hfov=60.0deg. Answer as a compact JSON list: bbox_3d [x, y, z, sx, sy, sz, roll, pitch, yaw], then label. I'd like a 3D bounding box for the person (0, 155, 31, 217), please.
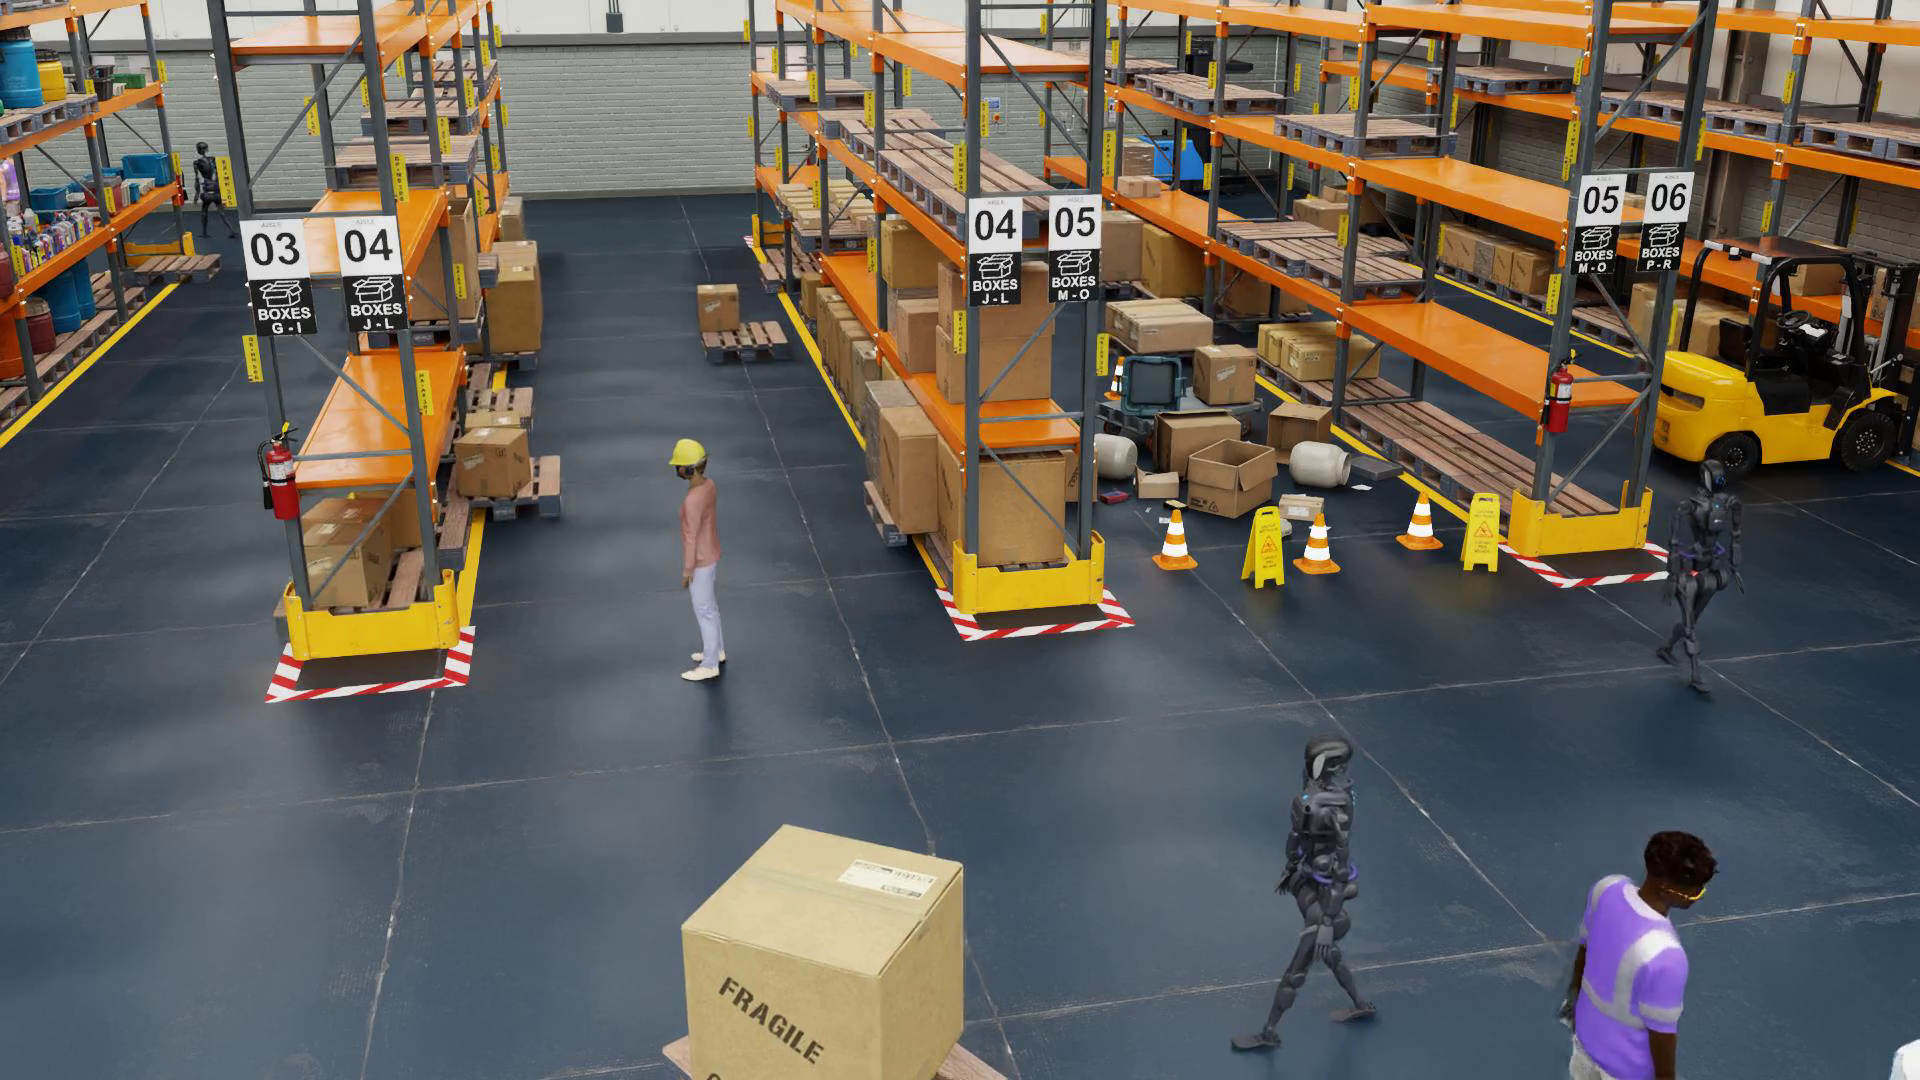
[{"bbox_3d":[-15.339,-5.533,27.065,0.348,1.688,0.490,11,23,27],"label":"person"}]

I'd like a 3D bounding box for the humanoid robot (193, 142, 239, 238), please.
[{"bbox_3d":[-12.713,-5.928,28.222,0.783,1.633,0.595,7,21,18],"label":"humanoid robot"}]

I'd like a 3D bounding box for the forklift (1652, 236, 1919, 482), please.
[{"bbox_3d":[8.013,-1.814,16.330,2.313,2.155,1.214,-4,21,-12],"label":"forklift"}]

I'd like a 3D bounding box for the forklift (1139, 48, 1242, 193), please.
[{"bbox_3d":[4.566,-8.313,32.860,1.873,2.768,1.129,-4,21,-12],"label":"forklift"}]

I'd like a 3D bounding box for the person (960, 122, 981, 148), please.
[{"bbox_3d":[0.210,-6.972,30.975,0.338,1.668,0.556,15,25,35],"label":"person"}]

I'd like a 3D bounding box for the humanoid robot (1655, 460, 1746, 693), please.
[{"bbox_3d":[5.217,0.222,11.657,0.604,1.627,0.786,-4,21,-10],"label":"humanoid robot"}]

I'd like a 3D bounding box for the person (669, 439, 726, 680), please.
[{"bbox_3d":[-1.843,0.136,11.698,0.330,1.759,0.535,2,20,4],"label":"person"}]

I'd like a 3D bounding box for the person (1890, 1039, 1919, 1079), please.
[{"bbox_3d":[3.446,2.231,5.891,0.610,1.870,0.919,-5,21,-12],"label":"person"}]

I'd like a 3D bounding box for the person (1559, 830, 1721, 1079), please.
[{"bbox_3d":[2.606,1.943,6.603,0.368,1.935,0.756,-2,20,-5],"label":"person"}]

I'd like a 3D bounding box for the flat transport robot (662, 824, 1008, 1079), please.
[{"bbox_3d":[-0.534,2.560,7.310,1.431,0.231,0.659,-17,26,-39],"label":"flat transport robot"}]

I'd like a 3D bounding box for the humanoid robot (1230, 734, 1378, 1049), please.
[{"bbox_3d":[1.679,1.642,7.831,0.790,1.620,0.601,-3,21,-9],"label":"humanoid robot"}]
